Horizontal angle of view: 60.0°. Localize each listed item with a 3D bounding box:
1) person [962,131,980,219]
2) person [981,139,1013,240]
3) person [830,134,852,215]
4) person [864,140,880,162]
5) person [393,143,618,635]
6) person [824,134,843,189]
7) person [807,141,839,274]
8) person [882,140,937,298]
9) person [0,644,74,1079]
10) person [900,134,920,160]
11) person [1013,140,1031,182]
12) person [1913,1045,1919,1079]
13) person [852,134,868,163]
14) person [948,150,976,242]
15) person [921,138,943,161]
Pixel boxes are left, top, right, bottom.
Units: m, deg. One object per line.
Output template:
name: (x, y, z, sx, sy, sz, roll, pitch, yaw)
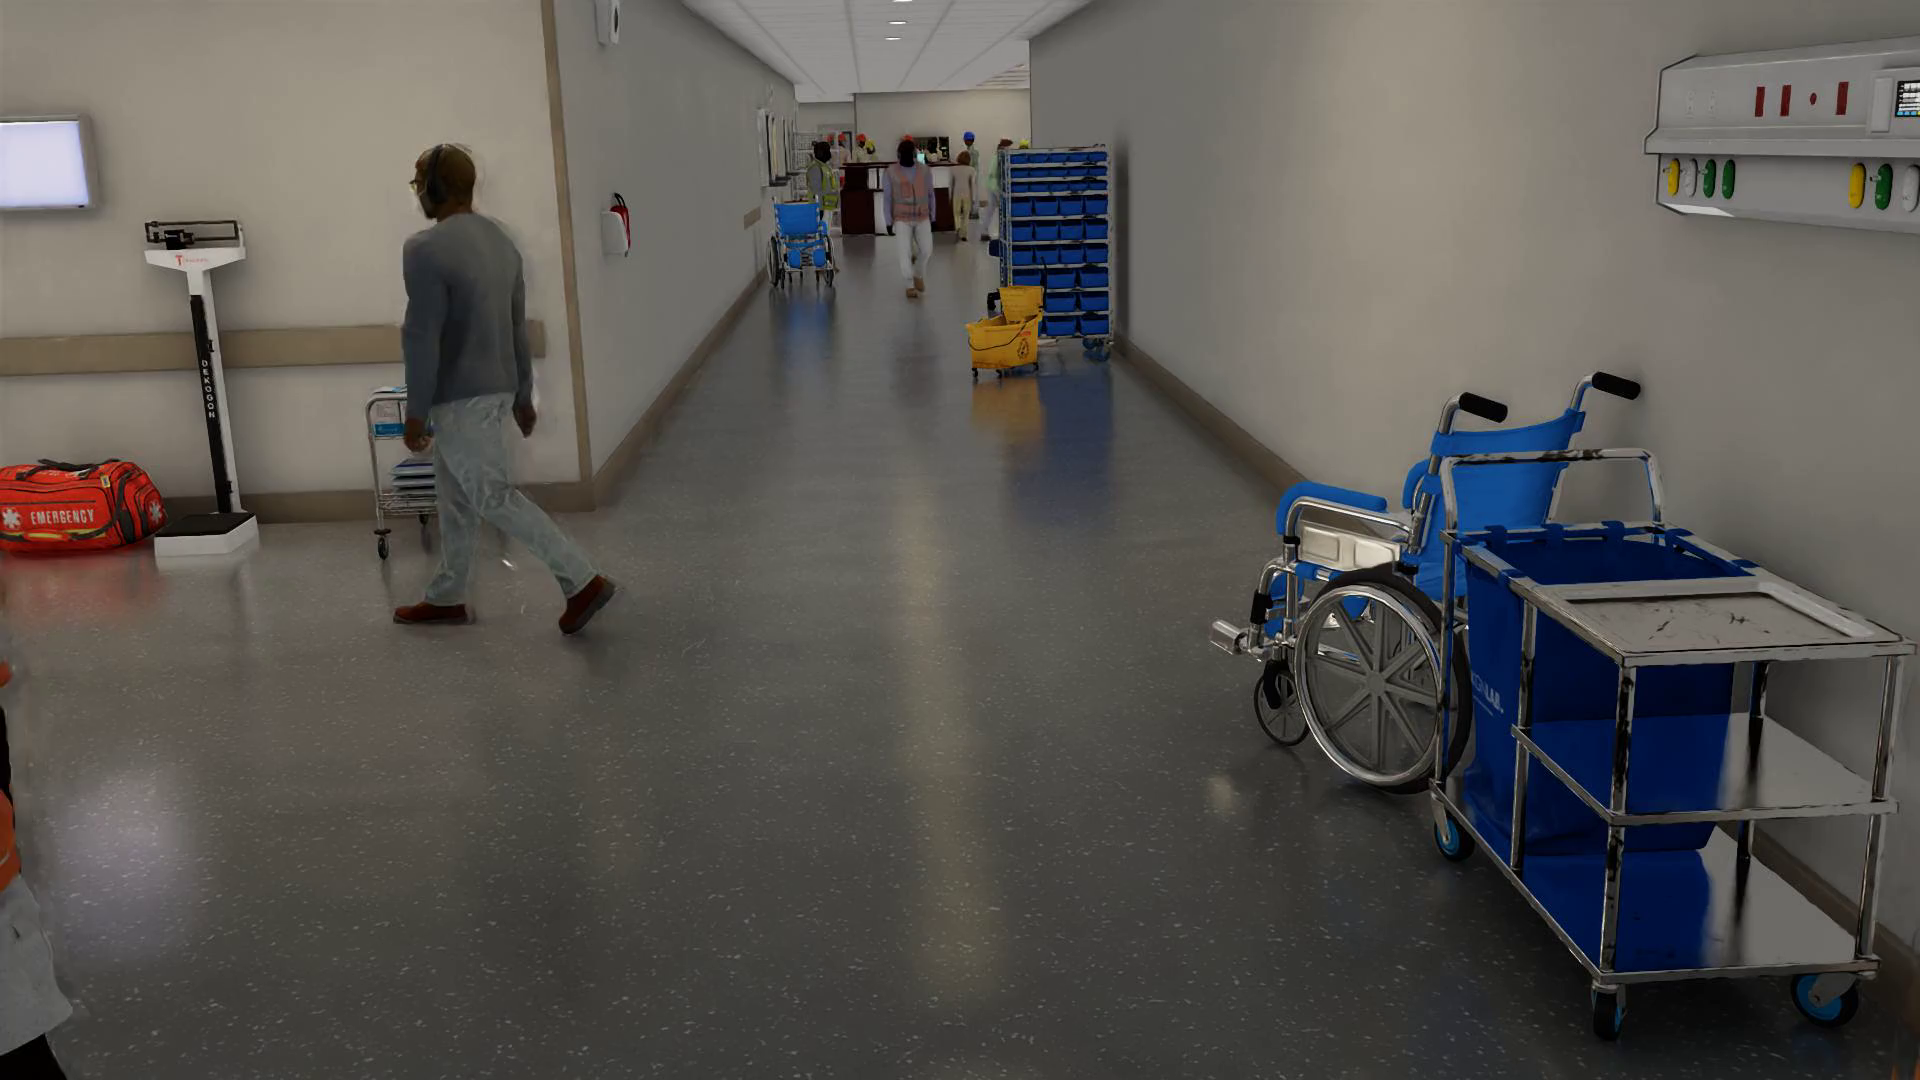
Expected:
person: (0.251, -8.262, 37.701, 0.388, 1.947, 0.615, -5, 14, -15)
person: (0.738, -6.265, 29.788, 0.931, 1.778, 0.665, -8, 15, -23)
person: (-2.931, -9.041, 41.215, 0.610, 1.985, 0.413, 5, 15, 25)
person: (-2.171, -9.013, 41.360, 0.427, 1.809, 0.602, -3, 14, -6)
person: (-1.812, -0.556, 6.385, 0.979, 1.907, 0.632, 2, 14, 13)
person: (-3.798, -11.325, 50.593, 0.696, 2.030, 0.607, 3, 14, 18)
person: (-1.920, -4.689, 23.499, 0.430, 1.845, 0.624, 0, 14, 8)
person: (-0.593, -3.787, 19.655, 0.654, 1.832, 0.433, -5, 14, -15)
person: (-1.495, 0.525, 2.373, 0.596, 1.668, 0.547, 5, 15, 25)
person: (-1.224, -8.928, 40.666, 0.548, 1.929, 0.386, 5, 15, 25)
person: (1.219, -6.664, 31.441, 0.527, 1.757, 0.433, -1, 14, 3)
person: (1.146, 0.655, 1.644, 0.366, 1.612, 0.544, 0, 14, 6)
person: (-2.474, -9.254, 42.042, 0.417, 1.983, 0.624, 7, 16, 32)
person: (0.037, -6.081, 29.457, 0.516, 1.607, 0.555, 0, 14, 6)
person: (-0.612, -8.210, 37.839, 0.630, 1.835, 0.429, -10, 16, -32)
